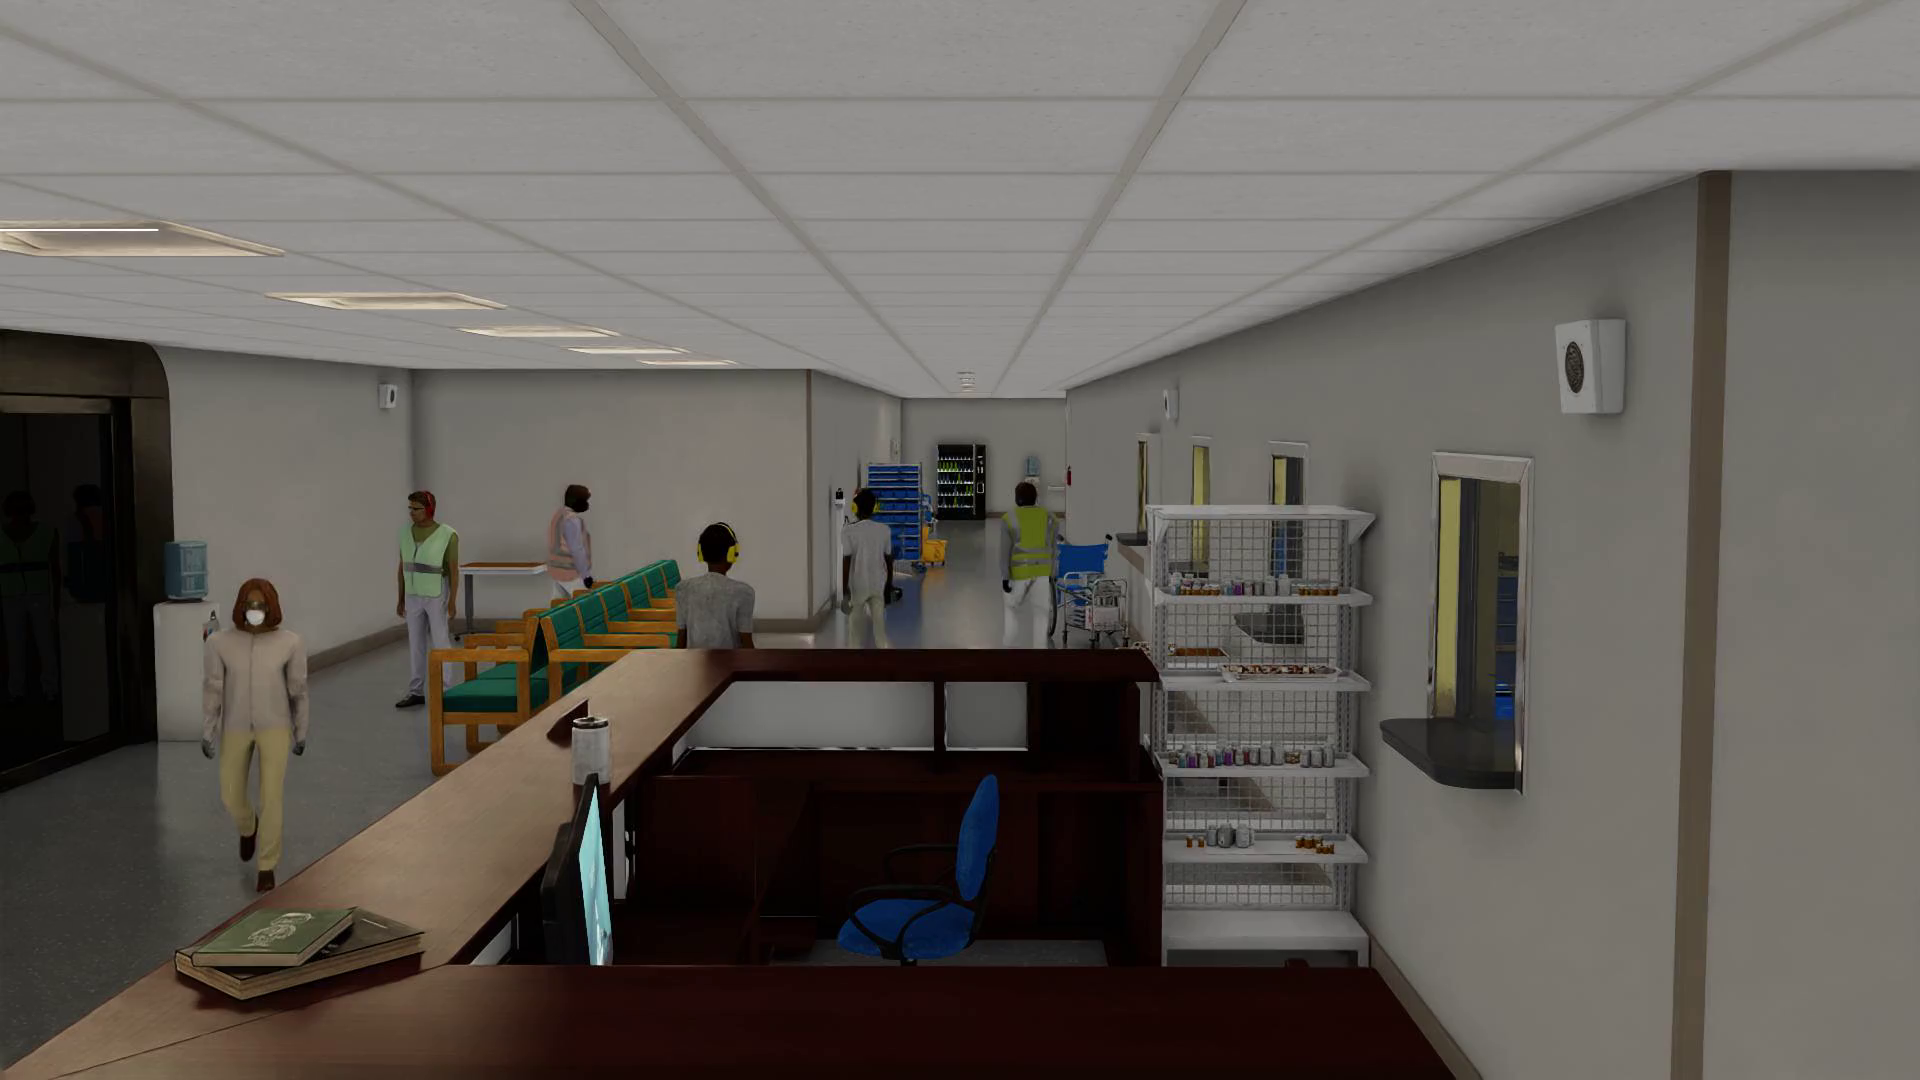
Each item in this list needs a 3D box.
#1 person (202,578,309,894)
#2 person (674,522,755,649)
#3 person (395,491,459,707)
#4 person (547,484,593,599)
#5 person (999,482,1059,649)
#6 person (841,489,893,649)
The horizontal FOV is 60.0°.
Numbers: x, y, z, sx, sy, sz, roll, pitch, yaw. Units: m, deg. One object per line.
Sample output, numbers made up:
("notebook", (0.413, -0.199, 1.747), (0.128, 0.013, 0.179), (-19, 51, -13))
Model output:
("person", (-3.671, 0.990, 8.692), (0.519, 1.615, 0.576), (-1, 4, -18))
("person", (-1.361, 0.833, 9.286), (0.505, 1.861, 0.330), (1, 4, 17))
("person", (-4.488, 0.501, 14.047), (0.563, 1.839, 0.392), (1, 4, 17))
("person", (-3.824, 0.353, 16.383), (0.575, 1.805, 0.643), (-2, 4, -23))
("person", (0.646, 0.339, 16.501), (0.633, 1.816, 0.823), (-1, 4, -15))
("person", (-0.833, 0.448, 14.952), (0.565, 1.821, 0.976), (-2, 4, -24))
